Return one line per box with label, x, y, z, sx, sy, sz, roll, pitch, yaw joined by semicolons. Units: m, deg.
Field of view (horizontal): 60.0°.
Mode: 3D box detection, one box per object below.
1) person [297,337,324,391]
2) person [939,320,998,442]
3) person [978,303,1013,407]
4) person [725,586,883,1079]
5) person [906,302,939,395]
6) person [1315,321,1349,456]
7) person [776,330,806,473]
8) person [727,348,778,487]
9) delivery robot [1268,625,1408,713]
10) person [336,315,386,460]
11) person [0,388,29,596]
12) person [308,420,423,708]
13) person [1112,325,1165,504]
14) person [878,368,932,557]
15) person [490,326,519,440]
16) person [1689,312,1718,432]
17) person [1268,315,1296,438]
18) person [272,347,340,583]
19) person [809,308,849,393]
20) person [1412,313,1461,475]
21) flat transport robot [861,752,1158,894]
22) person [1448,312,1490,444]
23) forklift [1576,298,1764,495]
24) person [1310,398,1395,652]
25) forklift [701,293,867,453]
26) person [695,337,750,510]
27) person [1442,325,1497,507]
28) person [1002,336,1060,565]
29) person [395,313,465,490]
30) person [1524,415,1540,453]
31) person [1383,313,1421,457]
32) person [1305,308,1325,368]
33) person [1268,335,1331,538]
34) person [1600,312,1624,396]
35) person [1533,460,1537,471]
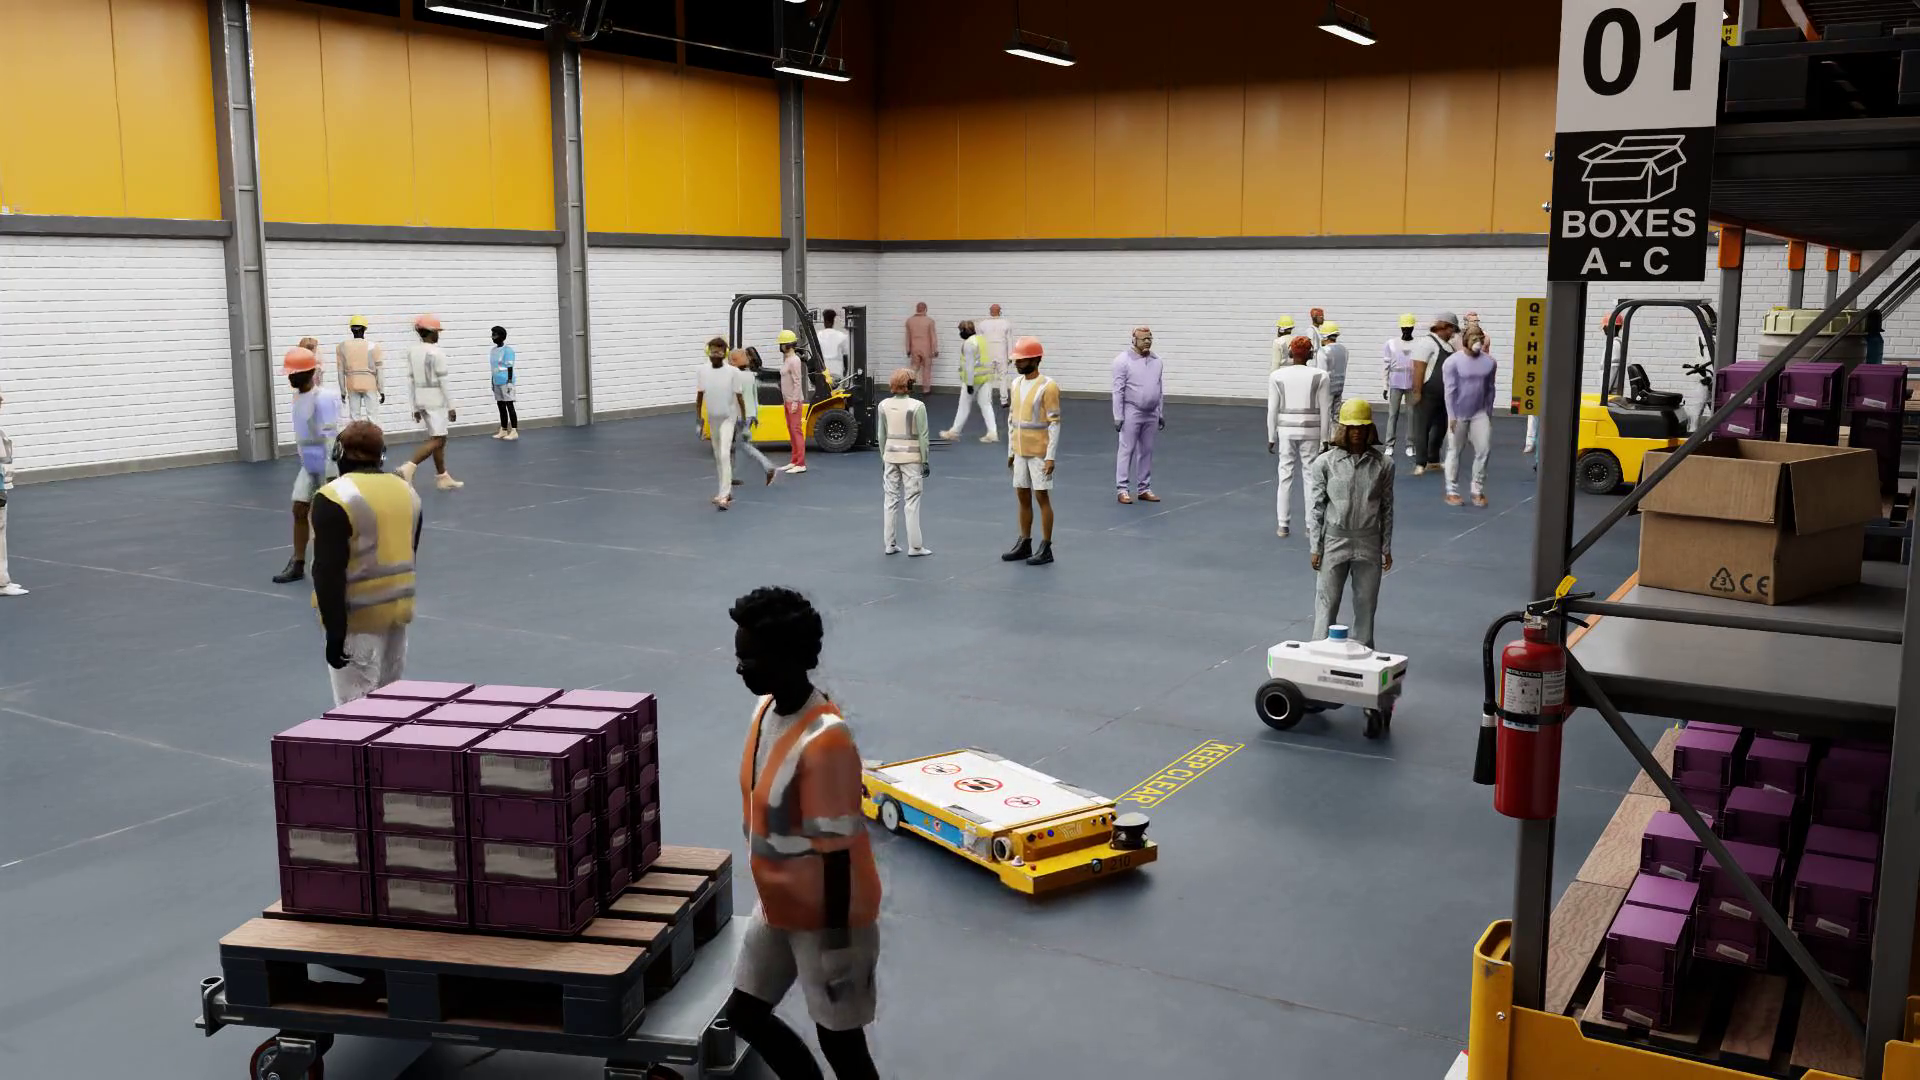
person;-8.382;-1.791;21.452;0.514;1.640;0.310;8;12;40
person;0.163;-2.298;24.190;0.941;1.784;0.657;4;10;23
person;0.662;-3.383;30.544;0.642;1.913;0.410;1;9;9
person;-0.372;0.942;4.238;0.407;1.670;0.625;-4;10;-25
person;-0.771;-3.851;33.509;0.670;1.893;0.589;4;10;25
person;4.859;-1.966;21.952;0.599;1.829;0.403;-8;12;-41
person;-2.093;-1.703;20.515;0.325;1.765;0.530;-3;10;-17
person;-2.427;-1.399;19.113;0.742;1.606;0.509;4;10;23
delivery robot;2.032;0.704;8.957;0.707;0.478;0.477;6;11;35
person;-7.807;-1.973;21.712;0.585;1.920;0.374;-1;9;-9
person;-7.375;-0.391;12.691;0.306;1.645;0.522;-7;11;-37
person;-2.675;0.387;7.365;0.435;1.806;0.776;3;9;16
person;1.934;-1.340;17.804;0.652;1.906;0.402;-5;11;-30
person;-0.487;-0.670;14.445;0.514;1.643;0.307;6;11;31
person;-6.766;-2.321;24.608;0.534;1.691;0.320;8;12;41
person;10.933;-2.321;23.956;0.912;1.899;0.641;-2;9;-14
person;4.855;-2.445;24.913;0.598;1.836;0.404;-7;11;-37
person;-5.093;-0.621;13.410;0.589;1.891;0.947;8;12;40
person;-1.976;-2.532;25.153;0.637;1.935;0.646;0;9;0
person;5.824;-1.815;20.348;0.781;2.000;0.534;-8;12;-41
flat transport robot;0.135;1.172;7.214;0.652;0.197;1.431;-6;11;-35
person;7.273;-2.303;23.806;0.651;1.909;0.409;-1;9;-5
forklift;7.954;-1.589;18.462;2.313;2.155;1.214;5;11;30
person;2.278;0.045;9.664;0.493;1.743;0.301;0;9;0
forklift;-2.458;-2.344;23.176;2.313;2.155;1.214;0;9;-2
person;-2.487;-1.221;17.427;0.542;1.795;0.862;3;10;19
person;5.346;-1.284;17.431;0.634;1.919;0.668;-1;9;-9
person;0.590;-0.754;14.053;0.373;1.933;0.550;-8;12;-40
person;-5.958;-1.520;18.571;0.616;2.023;0.851;8;12;41
person;8.012;-2.098;22.740;0.627;1.844;0.429;4;10;21
person;5.977;-2.076;22.333;0.589;1.927;0.387;2;9;13
person;5.889;-2.913;27.691;0.349;1.882;0.577;4;10;22
person;3.158;-0.959;15.498;0.573;1.883;0.356;3;10;19
person;8.792;-2.109;22.496;0.349;1.942;0.545;4;10;22
person;7.127;-1.623;19.818;0.429;1.831;0.616;-3;10;-17
